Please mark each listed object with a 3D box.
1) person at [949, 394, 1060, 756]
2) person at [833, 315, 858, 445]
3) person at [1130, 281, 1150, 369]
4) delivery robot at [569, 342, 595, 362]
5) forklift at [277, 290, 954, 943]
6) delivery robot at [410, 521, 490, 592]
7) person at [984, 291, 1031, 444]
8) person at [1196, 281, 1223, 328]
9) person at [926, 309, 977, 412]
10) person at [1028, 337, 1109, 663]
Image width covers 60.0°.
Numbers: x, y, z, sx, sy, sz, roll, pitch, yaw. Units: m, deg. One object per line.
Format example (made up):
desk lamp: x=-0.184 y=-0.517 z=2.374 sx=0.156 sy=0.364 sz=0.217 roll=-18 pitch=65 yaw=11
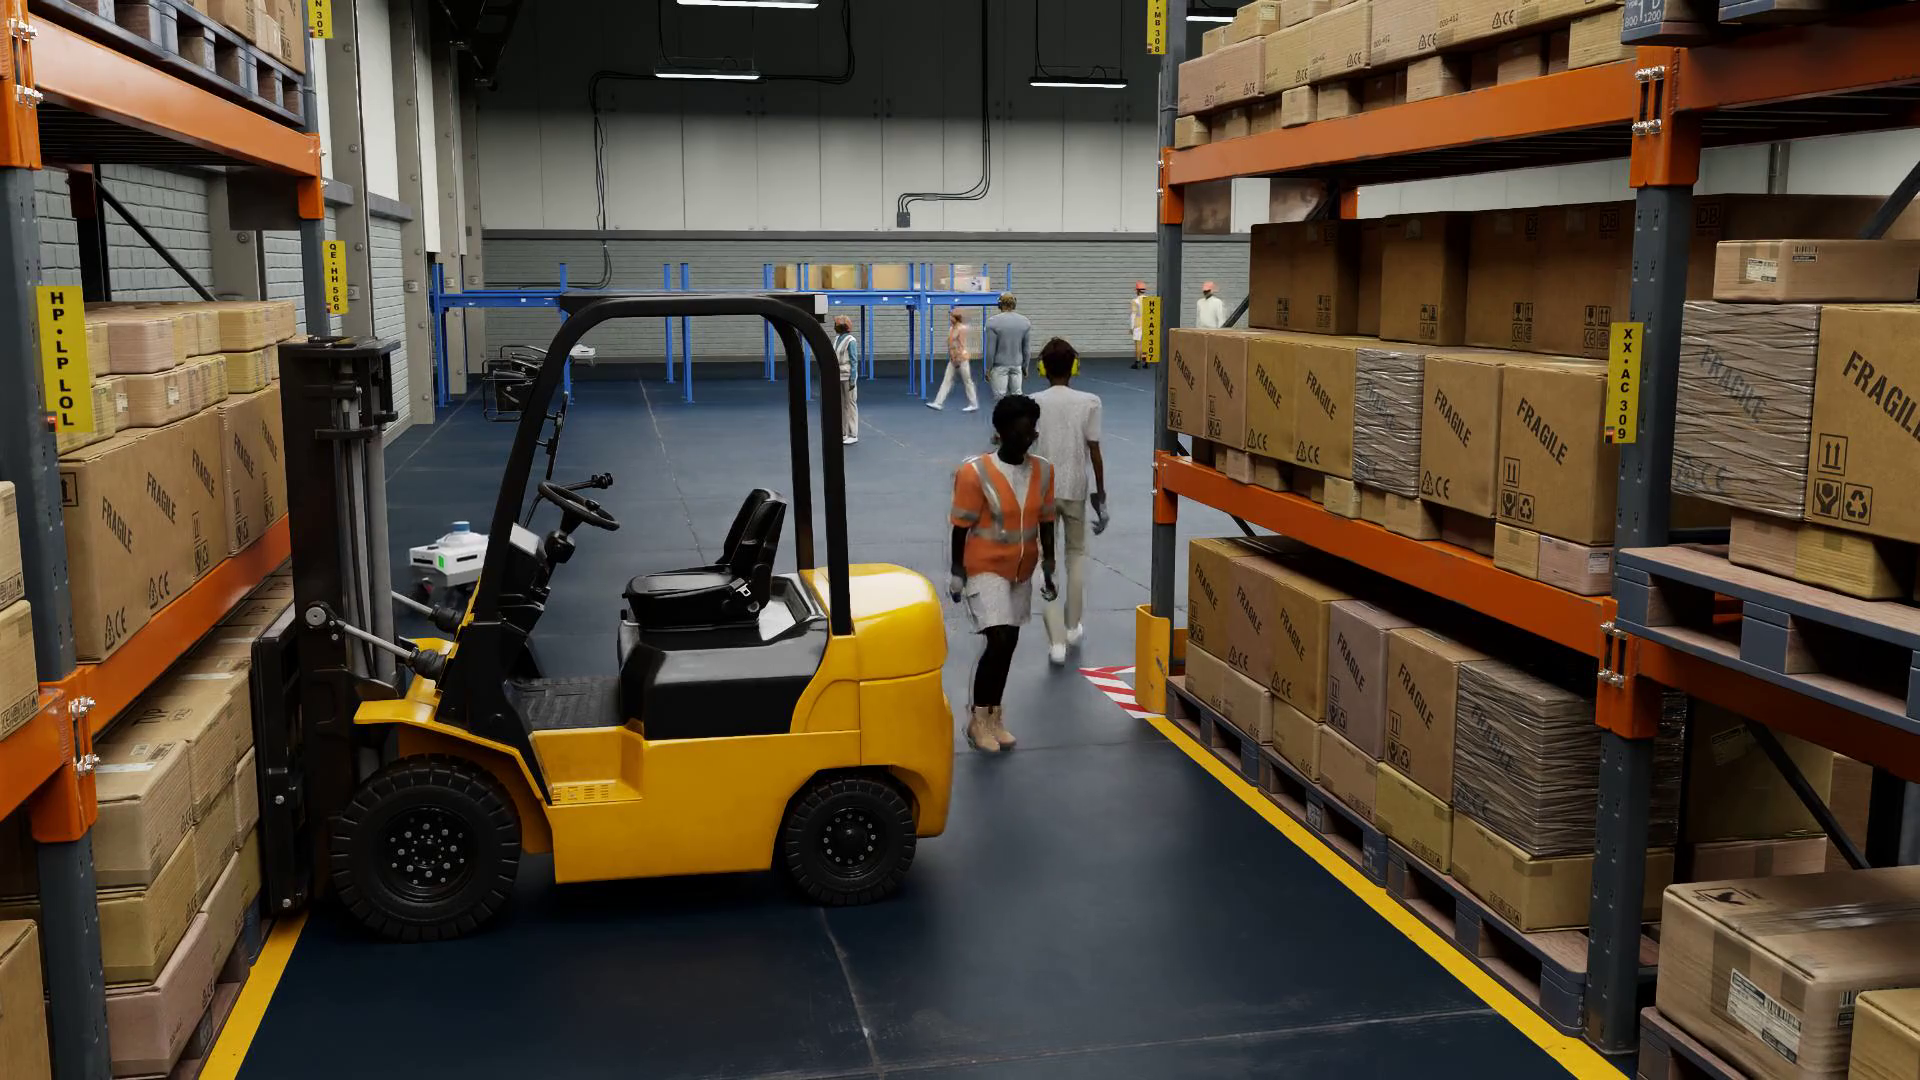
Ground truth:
person: x=0.218 y=0.159 z=7.683 sx=0.535 sy=1.677 sz=0.491 roll=-7 pitch=12 yaw=-37
person: x=-1.469 y=-2.043 z=21.232 sx=0.314 sy=1.636 sz=0.515 roll=-6 pitch=11 yaw=-32
person: x=4.026 y=-4.780 z=36.999 sx=0.551 sy=1.934 sz=0.373 roll=-4 pitch=10 yaw=-25
delivery robot: x=-8.711 y=-4.290 z=38.060 sx=0.707 sy=0.478 sz=0.477 roll=-2 pitch=10 yaw=-12
forklift: x=-1.179 y=0.175 z=6.143 sx=2.313 sy=2.155 sz=1.214 roll=-2 pitch=10 yaw=-12
delivery robot: x=-3.342 y=0.120 z=11.181 sx=0.477 sy=0.478 sz=0.707 roll=5 pitch=11 yaw=30
person: x=0.601 y=-2.201 z=21.273 sx=0.638 sy=1.938 sz=0.357 roll=-4 pitch=10 yaw=-23
person: x=5.143 y=-4.332 z=34.164 sx=0.621 sy=1.974 sz=0.741 roll=8 pitch=12 yaw=41
person: x=-0.088 y=-2.783 z=25.845 sx=0.848 sy=1.587 sz=0.540 roll=-5 pitch=10 yaw=-26
person: x=0.575 y=-0.250 z=9.696 sx=0.565 sy=1.829 sz=0.860 roll=1 pitch=9 yaw=4
